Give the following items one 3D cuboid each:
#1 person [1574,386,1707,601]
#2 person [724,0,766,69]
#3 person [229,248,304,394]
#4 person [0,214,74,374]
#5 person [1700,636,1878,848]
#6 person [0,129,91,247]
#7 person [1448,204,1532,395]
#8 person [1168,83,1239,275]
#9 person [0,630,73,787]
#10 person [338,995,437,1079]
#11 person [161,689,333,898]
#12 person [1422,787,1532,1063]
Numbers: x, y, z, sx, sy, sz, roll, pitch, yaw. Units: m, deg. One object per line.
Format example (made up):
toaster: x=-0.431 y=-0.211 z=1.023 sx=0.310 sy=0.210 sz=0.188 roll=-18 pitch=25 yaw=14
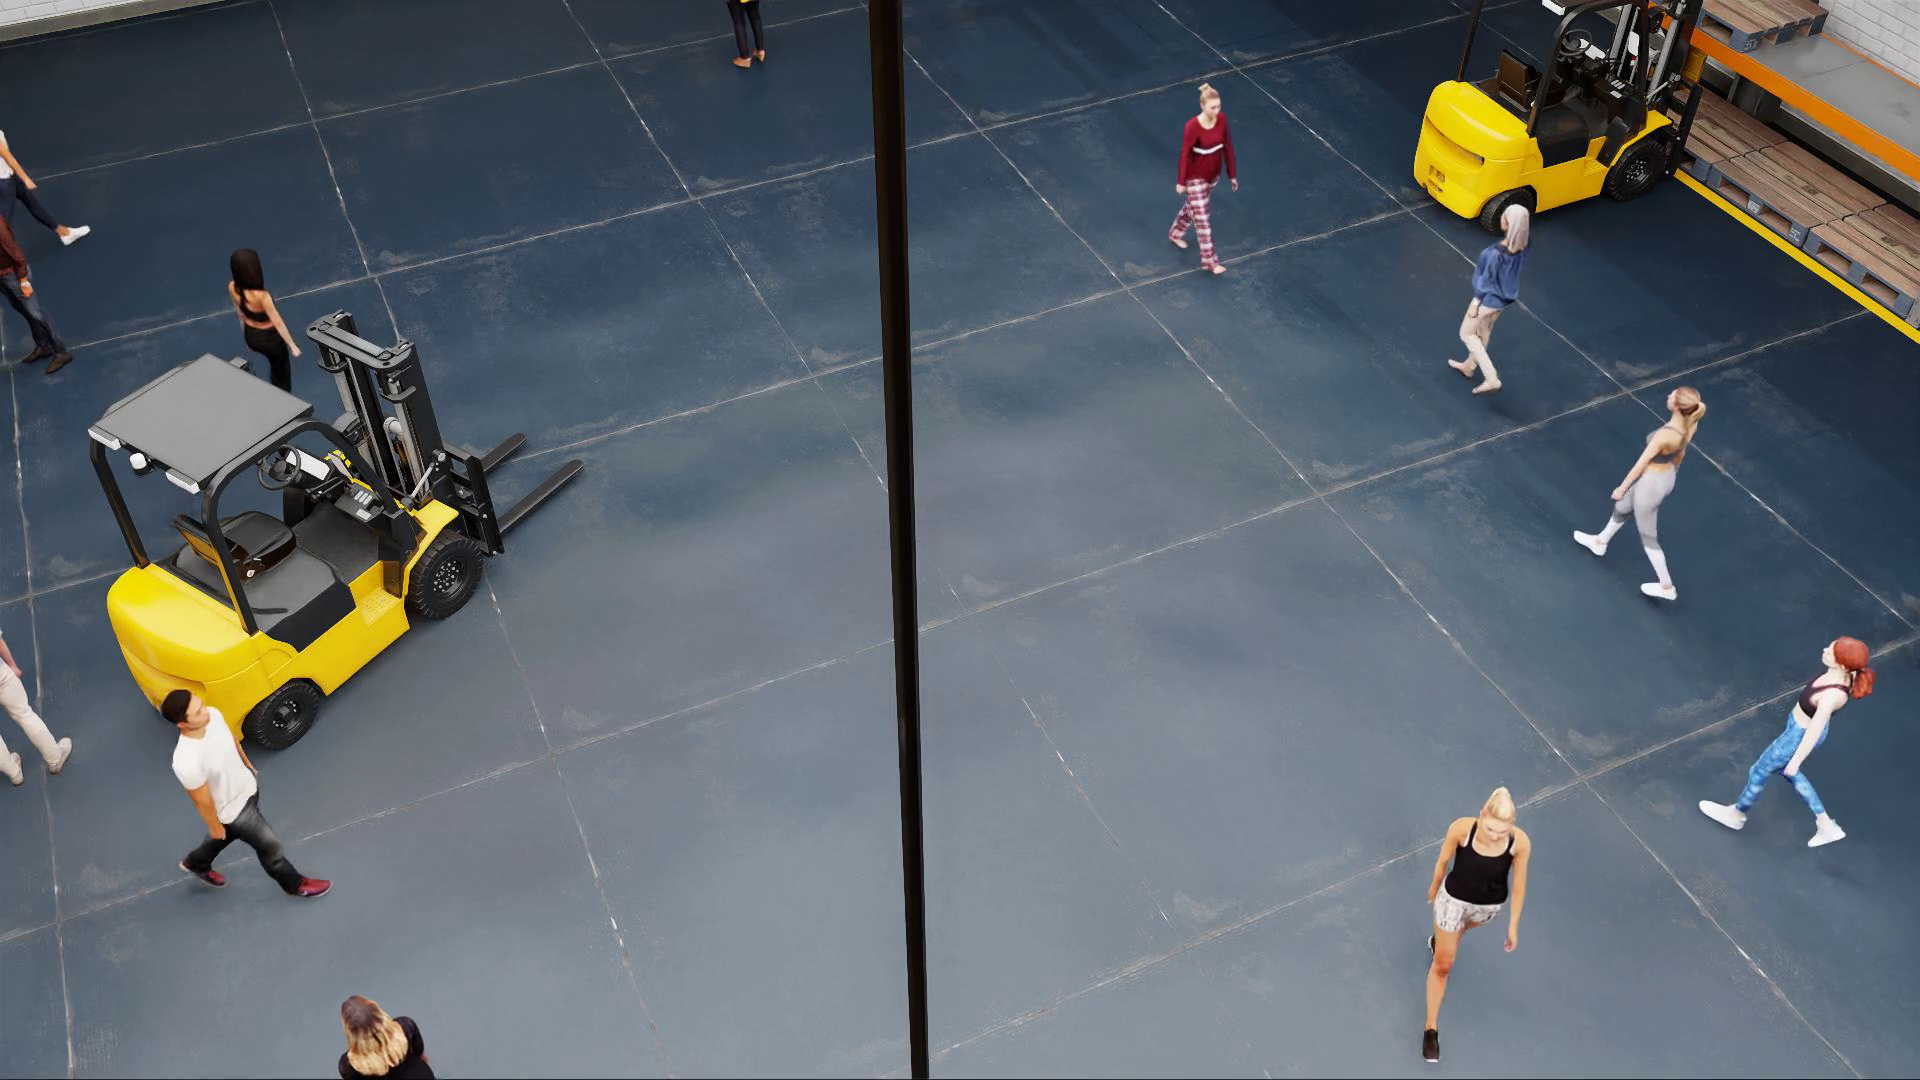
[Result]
person: x=4.811 y=-0.294 z=11.407 sx=0.759 sy=1.662 sz=1.167 roll=-29 pitch=51 yaw=-27
person: x=-2.230 y=-5.662 z=17.049 sx=0.824 sy=1.652 sz=0.866 roll=-35 pitch=53 yaw=-31
person: x=-5.334 y=-1.467 z=12.660 sx=0.697 sy=1.632 sz=0.763 roll=18 pitch=46 yaw=18
person: x=-7.561 y=-2.128 z=13.248 sx=0.654 sy=1.779 sz=0.777 roll=23 pitch=48 yaw=22
person: x=4.998 y=1.222 z=9.745 sx=1.084 sy=1.769 sz=0.840 roll=30 pitch=51 yaw=27
person: x=-8.286 y=-3.052 z=14.233 sx=1.207 sy=1.757 sz=1.011 roll=31 pitch=51 yaw=28
person: x=4.227 y=-1.863 z=13.043 sx=0.716 sy=1.687 sz=0.902 roll=-27 pitch=50 yaw=-25
person: x=2.056 y=-3.189 z=14.448 sx=0.779 sy=1.658 sz=1.096 roll=-28 pitch=50 yaw=-26
person: x=-5.994 y=0.806 z=10.119 sx=0.665 sy=1.846 sz=0.581 roll=-13 pitch=45 yaw=-13
person: x=-2.746 y=2.741 z=8.212 sx=0.599 sy=1.674 sz=0.566 roll=-31 pitch=52 yaw=-28
person: x=-4.247 y=1.473 z=9.477 sx=0.961 sy=1.775 sz=1.118 roll=-4 pitch=44 yaw=-4
person: x=2.772 y=1.876 z=9.033 sx=1.032 sy=1.795 sz=1.208 roll=6 pitch=44 yaw=6
